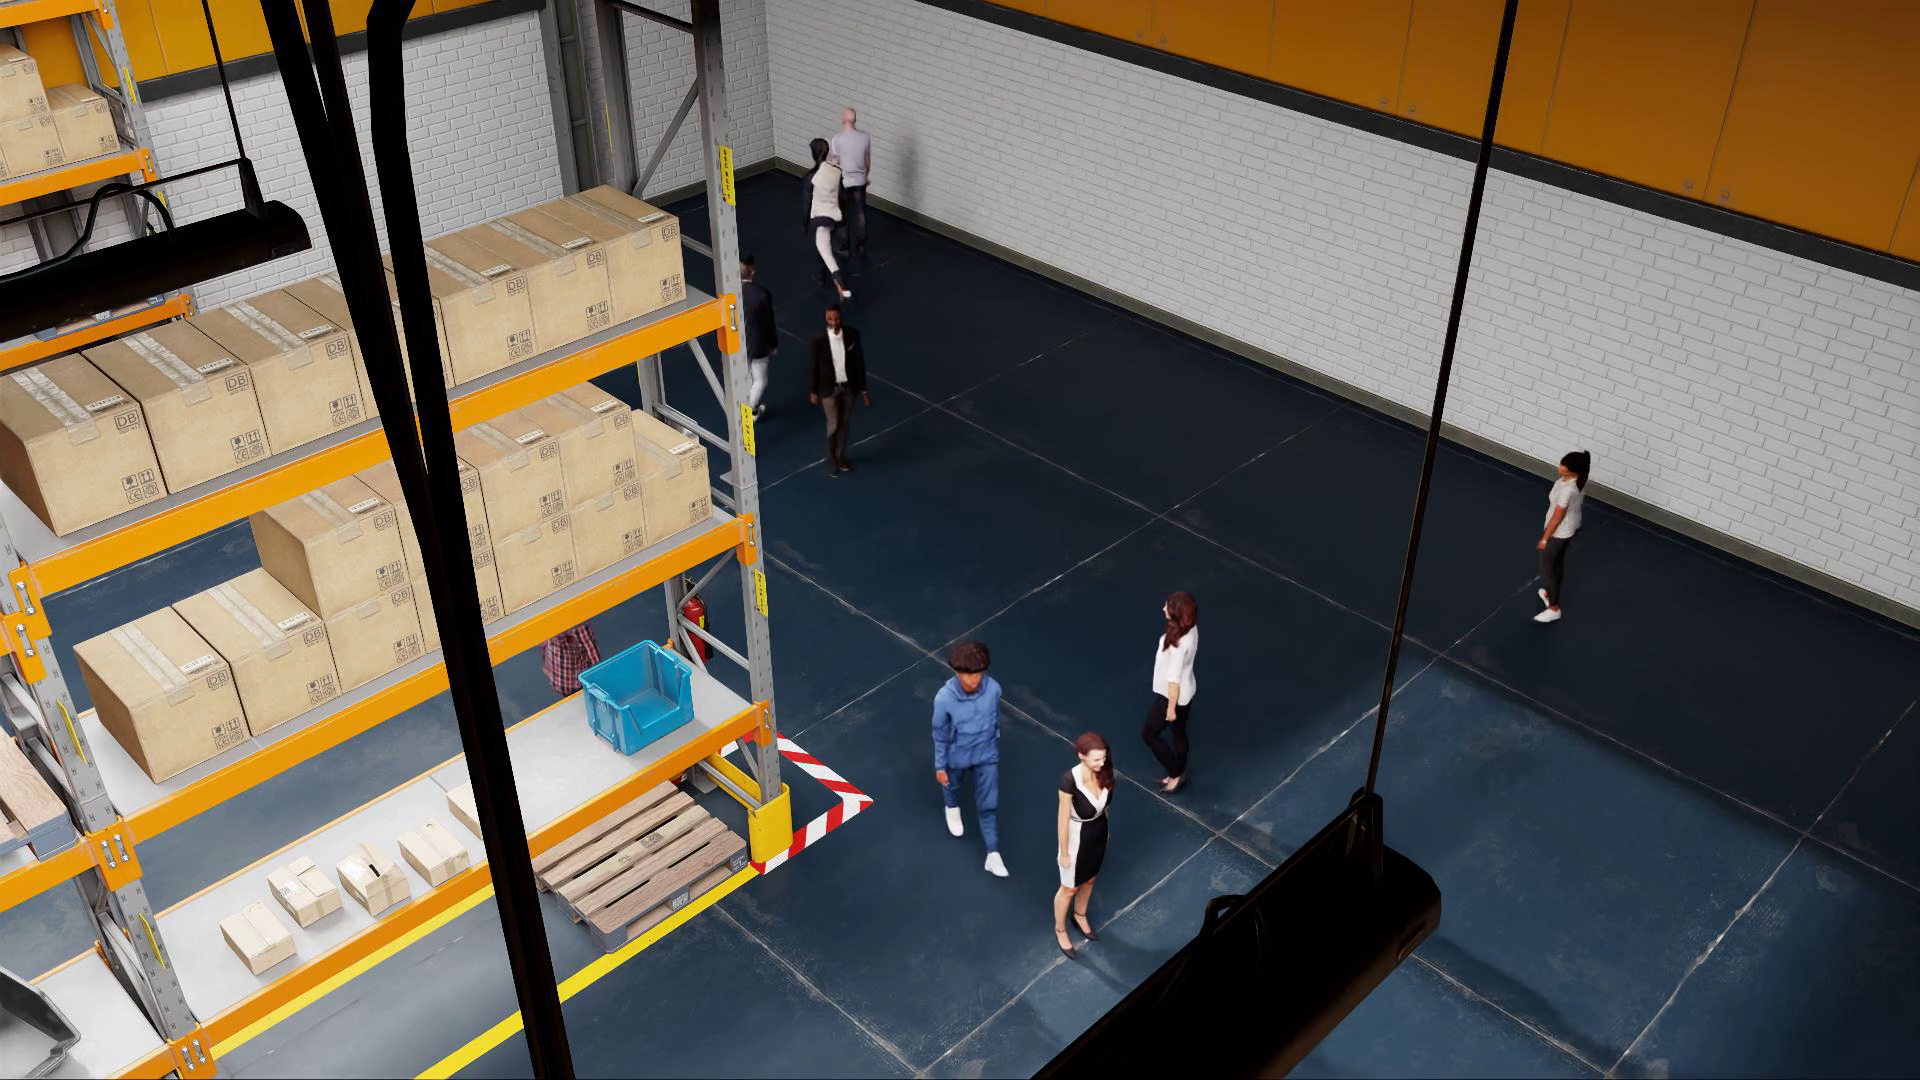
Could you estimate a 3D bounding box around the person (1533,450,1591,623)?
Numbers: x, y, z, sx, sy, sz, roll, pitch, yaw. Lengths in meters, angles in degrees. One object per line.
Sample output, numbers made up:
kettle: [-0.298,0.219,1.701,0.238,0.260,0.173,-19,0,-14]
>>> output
person: [5.048,-0.104,13.908,0.545,1.611,0.779,-23,40,-31]

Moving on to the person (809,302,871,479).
person: [-1.195,-1.479,15.817,0.716,1.787,0.839,-14,36,-20]

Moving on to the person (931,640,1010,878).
person: [0.024,1.406,11.496,1.188,1.767,1.101,-9,35,-14]

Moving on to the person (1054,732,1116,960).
person: [0.789,1.935,10.674,0.439,1.796,0.651,-27,42,-34]

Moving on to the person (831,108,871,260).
person: [-1.324,-4.303,20.025,0.638,1.833,0.804,-14,36,-20]

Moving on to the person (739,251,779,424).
person: [-2.083,-1.889,16.309,0.995,1.926,1.197,9,35,13]

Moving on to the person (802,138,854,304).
person: [-1.492,-3.584,18.929,1.195,1.849,0.859,-23,40,-31]

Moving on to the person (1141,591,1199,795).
person: [1.636,1.125,11.903,0.772,1.784,0.666,10,35,15]
